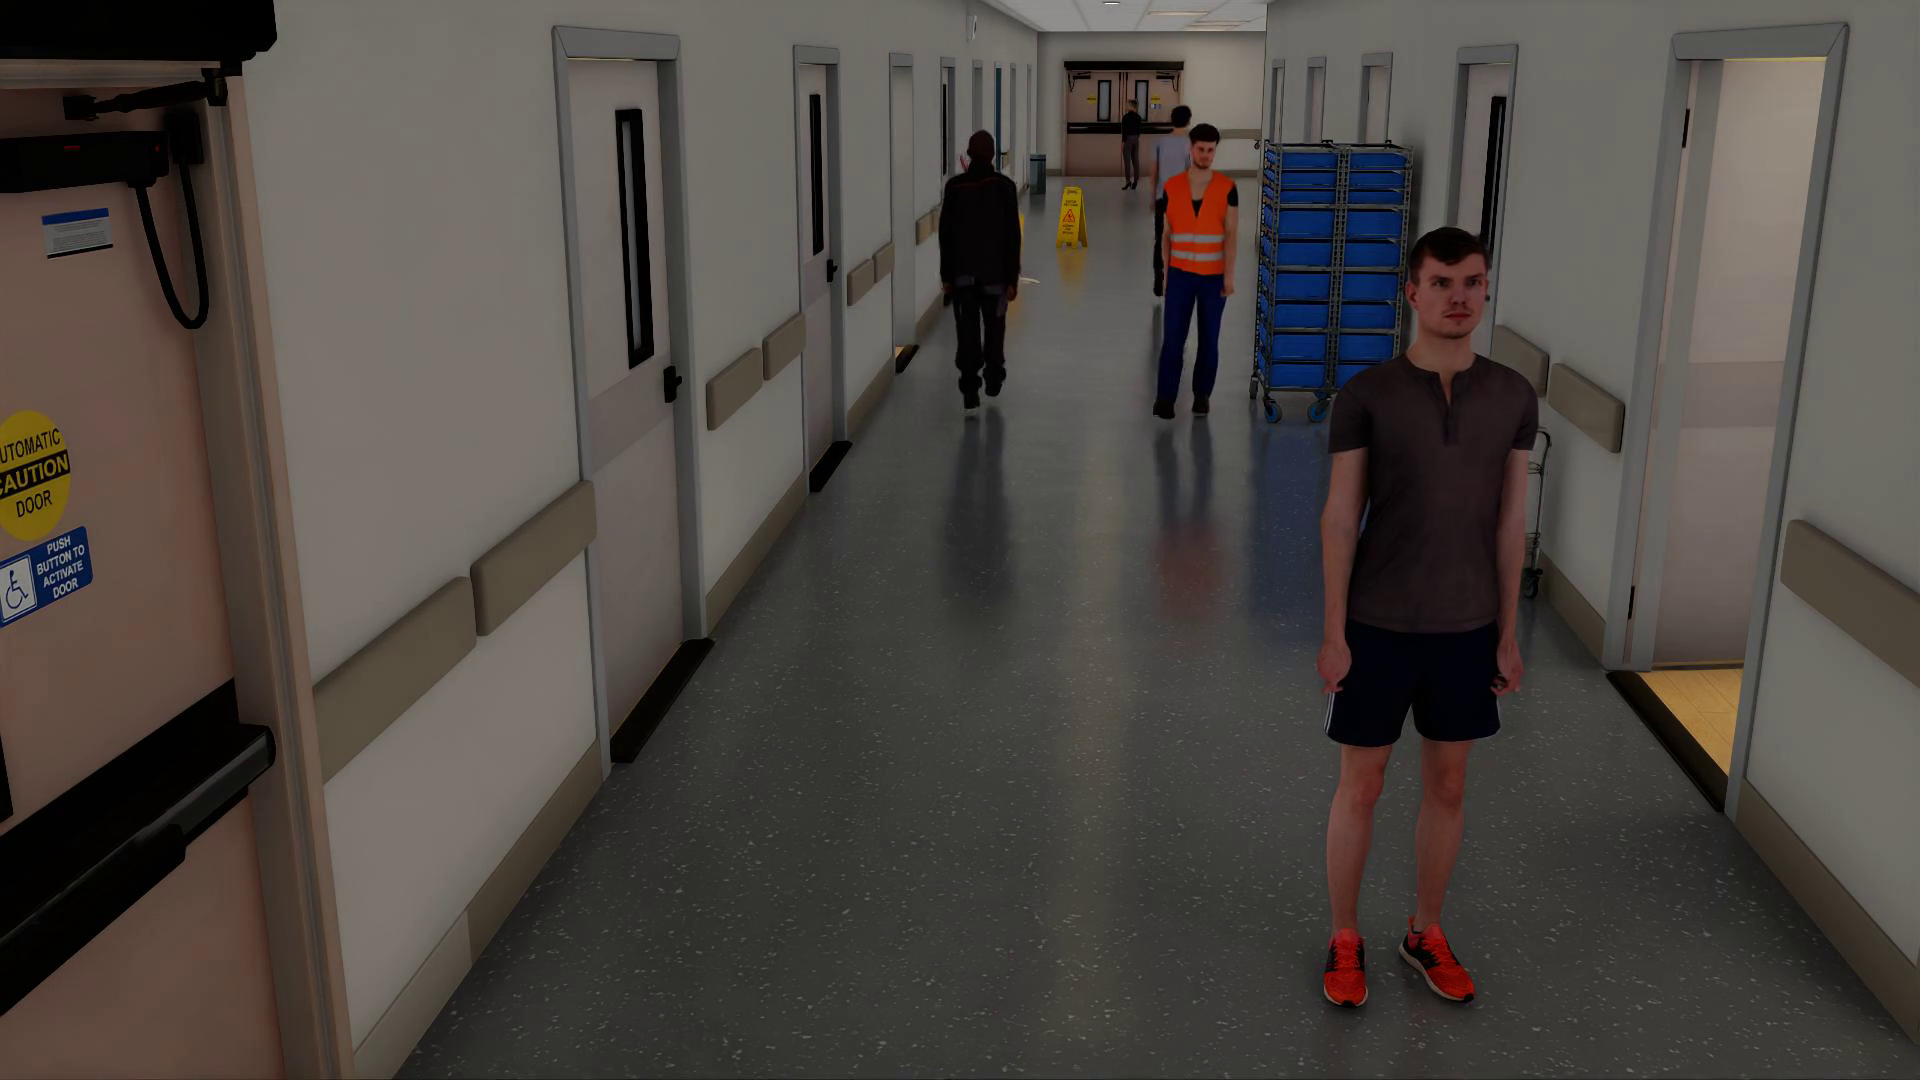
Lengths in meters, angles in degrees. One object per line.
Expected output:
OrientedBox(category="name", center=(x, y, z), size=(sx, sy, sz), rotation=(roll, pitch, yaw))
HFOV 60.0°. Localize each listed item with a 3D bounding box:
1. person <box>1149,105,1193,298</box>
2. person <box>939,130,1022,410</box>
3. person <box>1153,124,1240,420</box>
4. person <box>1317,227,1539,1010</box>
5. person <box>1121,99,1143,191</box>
OrientedBox(category="person", center=(2.075, -3.298, 16.354), size=(0.776, 1.833, 1.144), rotation=(4, 16, 15))
OrientedBox(category="person", center=(0.115, -1.719, 10.834), size=(0.700, 1.789, 1.161), rotation=(2, 16, 6))
OrientedBox(category="person", center=(1.550, -1.703, 10.676), size=(0.771, 1.843, 1.130), rotation=(4, 16, 14))
OrientedBox(category="person", center=(1.081, 0.197, 3.919), size=(0.673, 1.853, 0.593), rotation=(-1, 16, -4))
OrientedBox(category="person", center=(3.258, -7.524, 31.642), size=(0.671, 1.671, 0.722), rotation=(-12, 20, -36))
